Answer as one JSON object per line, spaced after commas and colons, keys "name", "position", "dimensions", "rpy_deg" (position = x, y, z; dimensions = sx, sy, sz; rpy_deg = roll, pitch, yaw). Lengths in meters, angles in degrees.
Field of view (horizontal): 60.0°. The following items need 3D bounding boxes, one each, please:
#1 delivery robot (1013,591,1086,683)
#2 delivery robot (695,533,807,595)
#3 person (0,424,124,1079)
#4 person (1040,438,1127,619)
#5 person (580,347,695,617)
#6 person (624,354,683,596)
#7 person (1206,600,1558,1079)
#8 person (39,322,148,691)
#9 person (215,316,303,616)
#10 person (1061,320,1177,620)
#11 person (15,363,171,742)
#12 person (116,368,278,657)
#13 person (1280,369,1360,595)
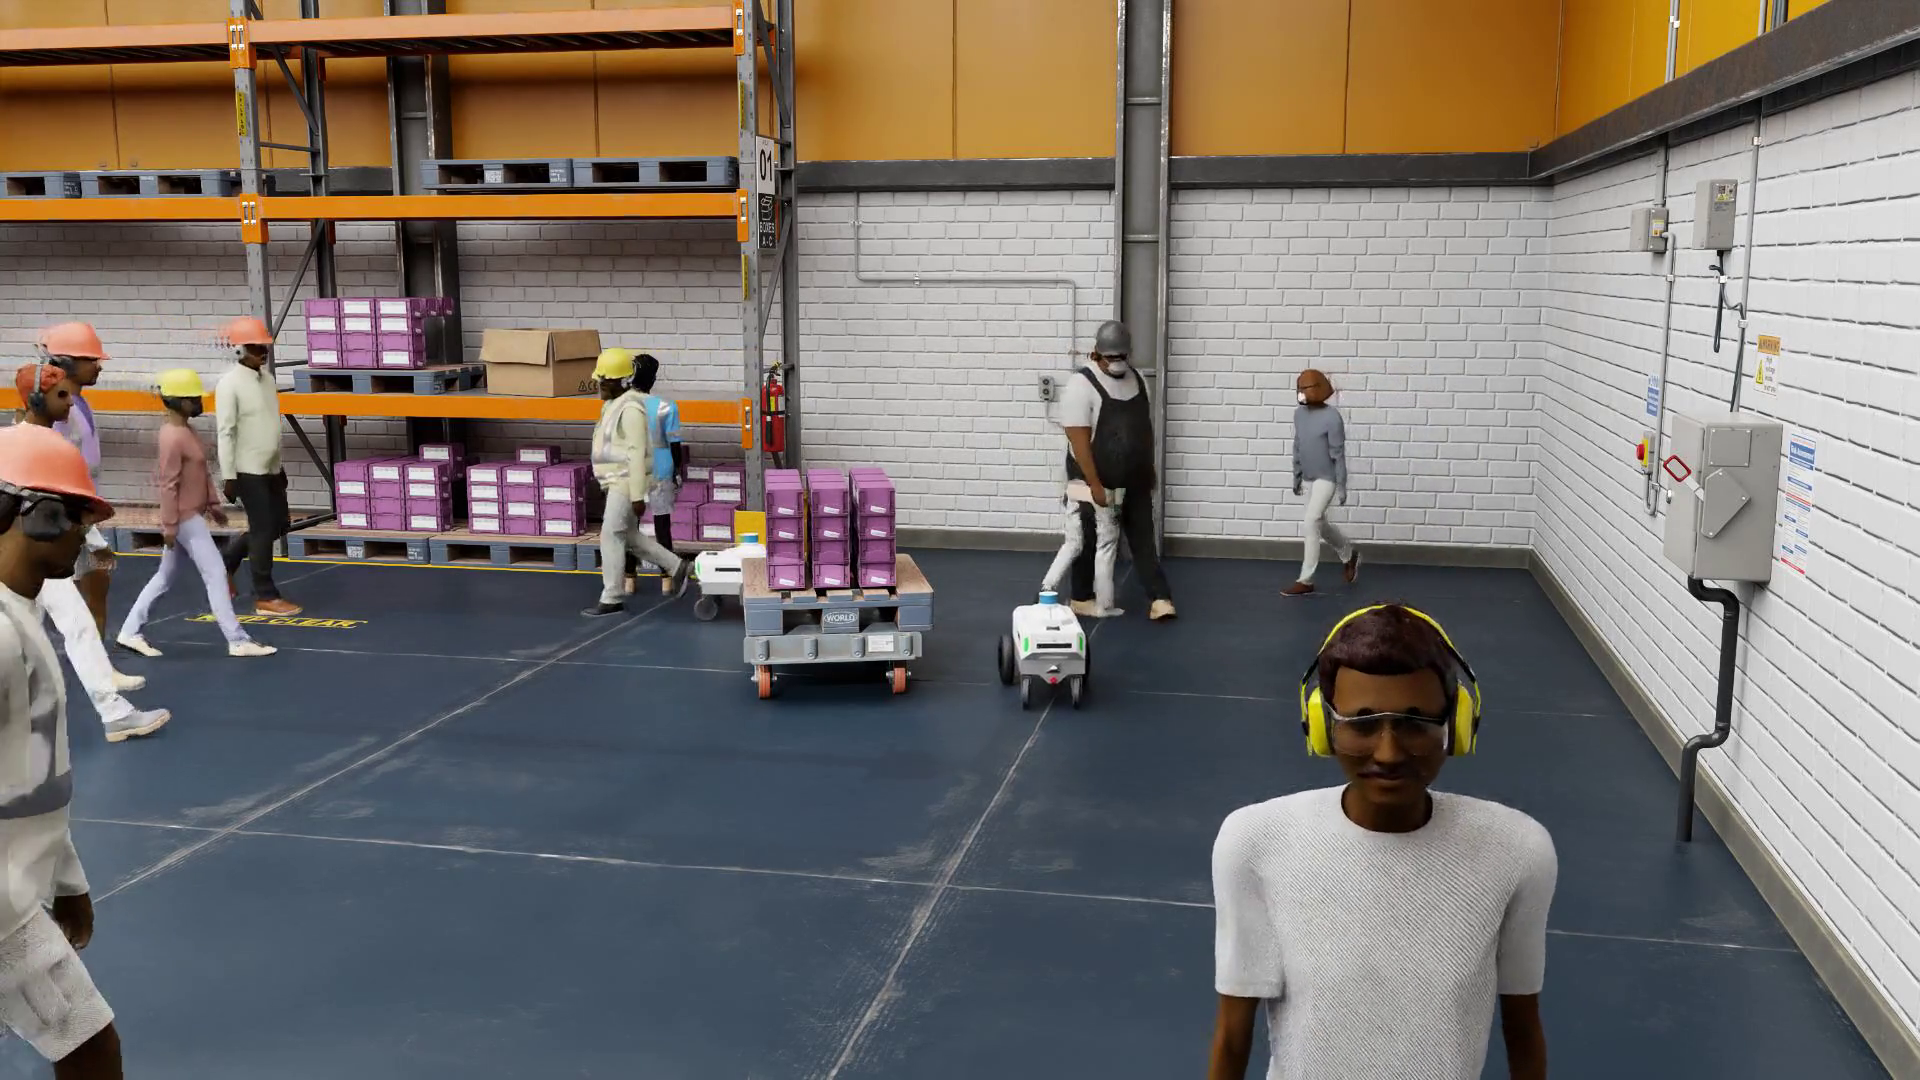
{"name": "delivery robot", "position": [0.474, 0.521, 8.955], "dimensions": [0.477, 0.478, 0.707], "rpy_deg": [0, 9, -2]}
{"name": "delivery robot", "position": [-1.370, 0.195, 10.902], "dimensions": [0.707, 0.478, 0.477], "rpy_deg": [0, 9, 1]}
{"name": "person", "position": [-1.986, 0.753, 3.575], "dimensions": [0.987, 1.969, 0.693], "rpy_deg": [-6, 11, -32]}
{"name": "person", "position": [0.808, -0.259, 10.724], "dimensions": [0.552, 1.620, 0.648], "rpy_deg": [9, 13, 43]}
{"name": "person", "position": [-2.141, -0.380, 10.970], "dimensions": [0.714, 1.790, 0.595], "rpy_deg": [-3, 10, -16]}
{"name": "person", "position": [-2.202, -0.451, 11.657], "dimensions": [0.541, 1.695, 0.316], "rpy_deg": [0, 9, 0]}
{"name": "person", "position": [0.608, 0.998, 2.475], "dimensions": [0.504, 1.853, 0.574], "rpy_deg": [2, 10, 13]}
{"name": "person", "position": [-4.869, -0.146, 8.859], "dimensions": [0.768, 2.025, 0.622], "rpy_deg": [-2, 10, -11]}
{"name": "person", "position": [-4.723, -0.481, 10.973], "dimensions": [0.626, 1.982, 0.619], "rpy_deg": [1, 9, 5]}
{"name": "person", "position": [0.998, -0.462, 10.692], "dimensions": [0.729, 2.000, 0.873], "rpy_deg": [-6, 11, -33]}
{"name": "person", "position": [-4.308, 0.079, 8.022], "dimensions": [0.911, 1.844, 0.597], "rpy_deg": [-4, 10, -23]}
{"name": "person", "position": [-4.555, -0.149, 9.734], "dimensions": [0.888, 1.727, 0.522], "rpy_deg": [-3, 10, -16]}
{"name": "person", "position": [2.603, -0.420, 11.786], "dimensions": [0.739, 1.595, 0.538], "rpy_deg": [-4, 10, -25]}
